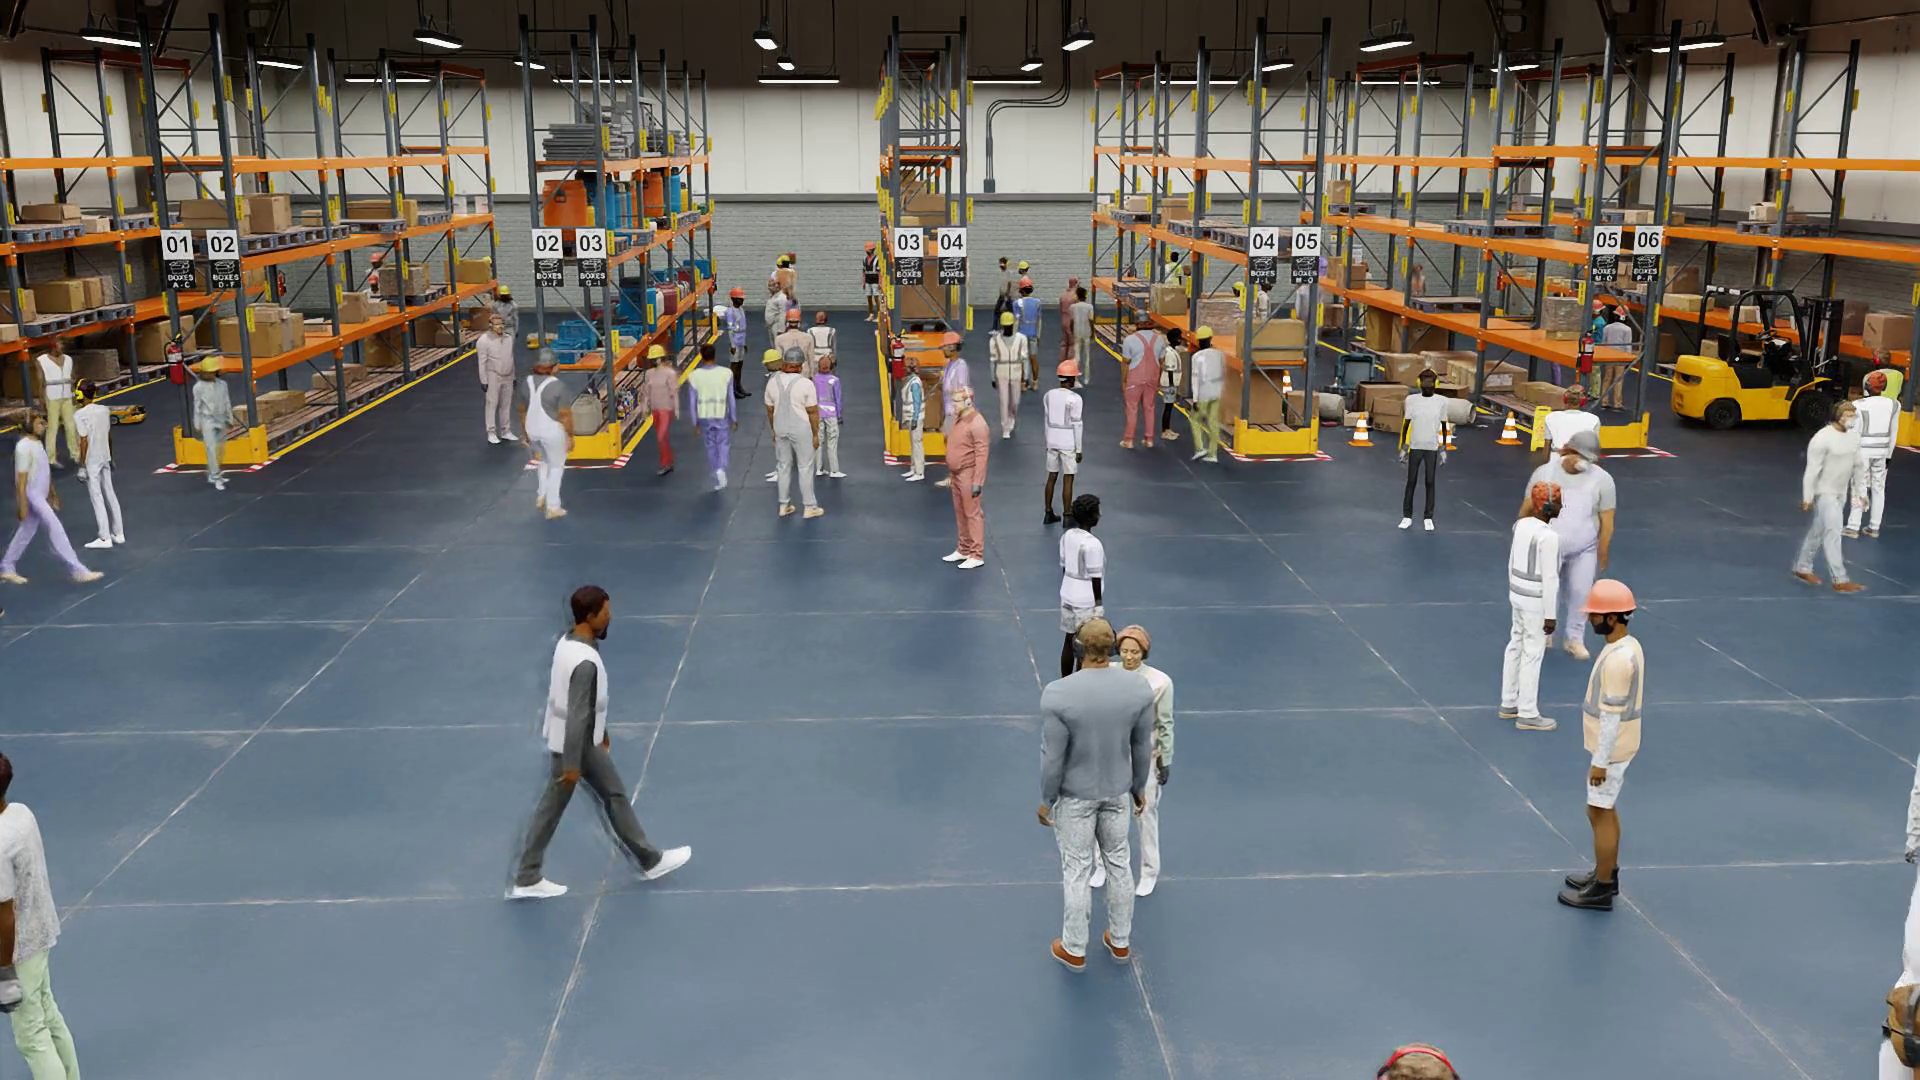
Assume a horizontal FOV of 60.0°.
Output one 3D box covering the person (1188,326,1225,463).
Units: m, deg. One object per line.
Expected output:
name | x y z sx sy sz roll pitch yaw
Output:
person | 3.415 -2.017 23.098 0.602 1.904 0.496 -7 15 -27

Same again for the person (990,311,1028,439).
person | 0.735 -2.528 25.253 0.587 1.912 0.687 -1 13 -4

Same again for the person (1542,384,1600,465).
person | 6.532 -0.745 17.841 0.570 1.844 0.377 6 14 22

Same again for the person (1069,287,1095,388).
person | 2.233 -3.713 30.498 0.516 1.817 0.921 4 14 17

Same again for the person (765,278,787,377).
person | -3.503 -4.020 31.587 0.410 1.907 0.642 -6 15 -24

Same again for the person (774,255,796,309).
person | -4.023 -5.625 38.440 0.600 1.881 0.545 5 14 20

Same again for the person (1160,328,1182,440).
person | 3.159 -2.338 24.931 0.319 1.690 0.540 2 13 9

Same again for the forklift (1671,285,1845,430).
forklift | 12.503 -2.886 26.166 2.313 2.155 1.214 -1 13 -3

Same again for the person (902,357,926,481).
person | -0.608 -1.595 21.879 0.315 1.641 0.514 -2 13 -8

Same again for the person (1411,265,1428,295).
person | 10.753 -5.677 39.218 0.522 1.625 0.394 -3 14 -13

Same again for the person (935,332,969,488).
person | -0.028 -1.666 21.429 0.595 1.999 0.673 -4 14 -17

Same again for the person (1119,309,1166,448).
person | 2.631 -2.364 24.281 0.687 2.000 0.535 -6 14 -22

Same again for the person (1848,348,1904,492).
person | 11.654 -1.516 21.125 0.563 1.838 0.390 -4 14 -17

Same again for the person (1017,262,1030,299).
person | 1.455 -5.482 38.083 0.313 1.768 0.522 2 13 8

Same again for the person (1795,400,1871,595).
person | 8.687 -0.418 16.353 0.635 1.901 0.950 -7 15 -29

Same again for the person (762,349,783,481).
person | -2.435 -1.644 21.877 0.303 1.740 0.485 -2 13 -7

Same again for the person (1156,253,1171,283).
person | 4.947 -5.928 39.814 0.691 1.855 0.594 7 15 28

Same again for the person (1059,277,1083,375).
person | 2.176 -4.123 32.071 0.402 1.895 0.663 -7 15 -28

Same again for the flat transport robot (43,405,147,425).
flat transport robot | -13.784 -1.984 26.465 1.431 0.197 0.652 -4 14 -18

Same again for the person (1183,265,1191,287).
person | 5.379 -5.663 39.158 0.303 1.624 0.498 2 13 7

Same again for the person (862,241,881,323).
person | -2.214 -6.464 41.684 0.609 2.032 0.410 10 17 37

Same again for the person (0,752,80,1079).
person | -4.062 1.772 7.161 0.328 1.861 0.506 -5 14 -19

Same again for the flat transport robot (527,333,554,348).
flat transport robot | -9.236 -4.421 36.789 0.652 0.197 1.431 -3 14 -14

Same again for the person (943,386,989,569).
person | 0.044 -0.657 17.342 0.405 1.904 0.653 -6 15 -24

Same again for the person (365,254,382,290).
person | -13.263 -5.527 37.873 0.665 1.943 0.996 0 13 2

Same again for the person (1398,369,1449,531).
person | 5.307 -1.037 19.036 0.532 1.865 0.311 5 14 19

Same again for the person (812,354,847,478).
person | -1.754 -1.640 22.063 0.519 1.645 0.307 10 17 37

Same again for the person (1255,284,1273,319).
person | 5.698 -3.997 31.230 0.418 2.034 0.604 1 13 2

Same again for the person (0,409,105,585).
person | -9.216 -0.417 16.581 1.006 1.795 0.523 -4 14 -16

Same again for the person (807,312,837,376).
person | -2.307 -2.999 27.832 0.515 1.639 0.315 0 13 -1

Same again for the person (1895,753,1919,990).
person | 5.089 1.575 8.460 0.500 1.636 0.281 8 15 30

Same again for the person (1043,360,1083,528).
person | 1.214 -1.113 19.242 0.542 1.928 0.399 12 18 42
